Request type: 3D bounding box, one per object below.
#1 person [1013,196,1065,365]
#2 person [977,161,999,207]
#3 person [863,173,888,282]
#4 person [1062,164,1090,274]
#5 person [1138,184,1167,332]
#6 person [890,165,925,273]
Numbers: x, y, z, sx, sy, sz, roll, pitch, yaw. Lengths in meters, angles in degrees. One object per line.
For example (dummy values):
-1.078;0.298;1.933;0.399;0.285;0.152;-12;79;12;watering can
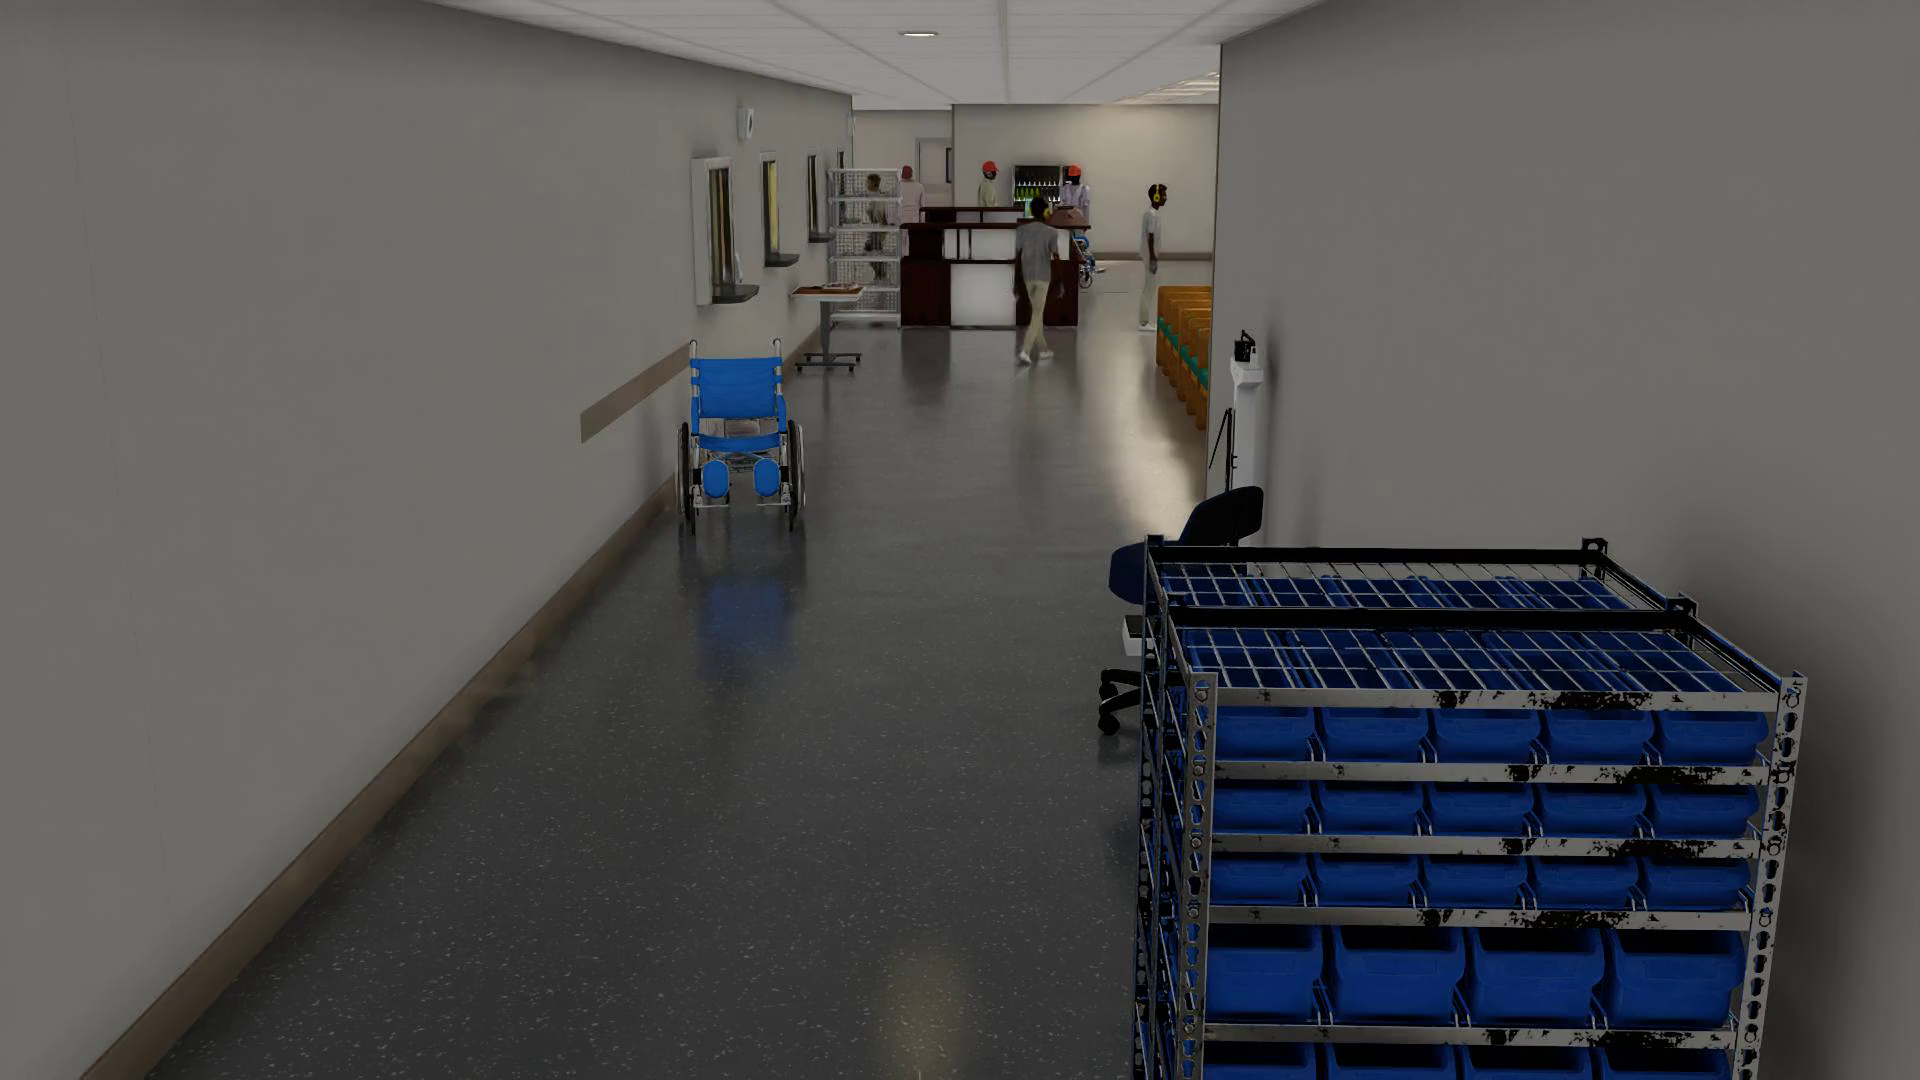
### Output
0.847;-2.840;18.208;0.537;1.829;0.959;7;16;27;person
0.489;-5.615;29.107;0.393;1.995;0.612;-3;14;-14;person
-1.389;-5.028;27.048;0.391;1.830;0.526;0;14;0;person
2.039;-5.700;29.598;0.545;1.929;0.390;9;16;31;person
2.445;-3.583;21.156;0.327;1.860;0.506;2;14;7;person
-0.950;-5.708;29.670;0.641;1.908;0.407;-5;15;-19;person
